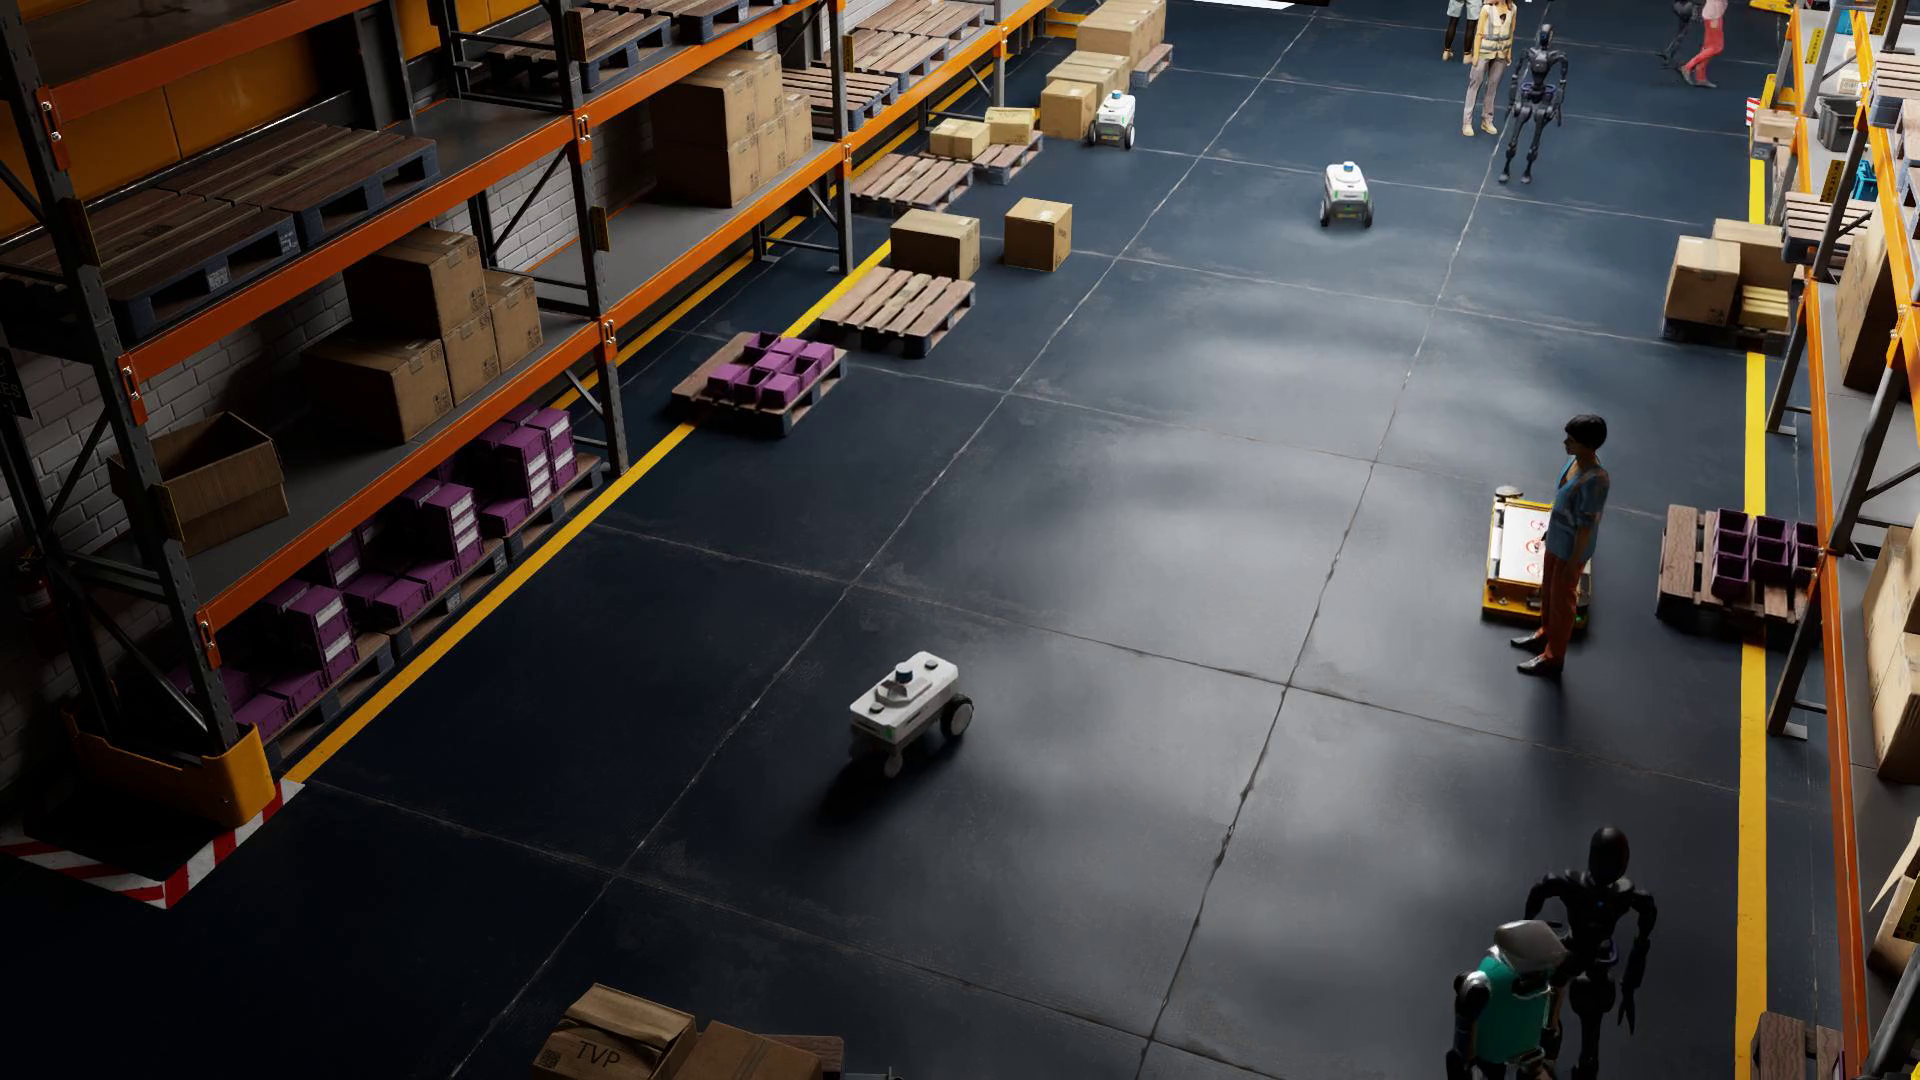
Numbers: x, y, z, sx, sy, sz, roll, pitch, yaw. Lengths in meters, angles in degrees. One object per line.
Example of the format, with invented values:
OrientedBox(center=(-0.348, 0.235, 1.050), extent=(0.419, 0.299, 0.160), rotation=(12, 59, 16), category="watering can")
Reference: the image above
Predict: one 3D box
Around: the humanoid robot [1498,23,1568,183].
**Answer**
OrientedBox(center=(5.982, -4.515, 17.282), extent=(0.589, 1.651, 0.397), rotation=(14, 35, 20), category="humanoid robot")

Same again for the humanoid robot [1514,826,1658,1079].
OrientedBox(center=(2.690, 1.923, 7.306), extent=(0.591, 1.650, 0.342), rotation=(6, 33, 10), category="humanoid robot")

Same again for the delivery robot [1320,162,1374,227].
OrientedBox(center=(3.884, -3.491, 16.745), extent=(0.499, 0.610, 0.814), rotation=(2, 33, 3), category="delivery robot")

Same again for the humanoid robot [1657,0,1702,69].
OrientedBox(center=(9.021, -6.691, 20.645), extent=(0.368, 1.643, 0.612), rotation=(-1, 33, -2), category="humanoid robot")

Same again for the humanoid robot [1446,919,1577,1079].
OrientedBox(center=(2.238, 2.348, 6.607), extent=(0.539, 1.785, 0.724), rotation=(-13, 35, -20), category="humanoid robot")

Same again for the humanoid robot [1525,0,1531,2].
OrientedBox(center=(7.836, -8.299, 23.108), extent=(1.013, 1.756, 0.547), rotation=(-25, 40, -33), category="humanoid robot")

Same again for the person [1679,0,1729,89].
OrientedBox(center=(9.055, -6.282, 19.934), extent=(0.392, 1.752, 0.546), rotation=(13, 35, 19), category="person")

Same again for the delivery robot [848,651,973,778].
OrientedBox(center=(-0.326, 0.984, 9.793), extent=(0.499, 0.580, 0.756), rotation=(22, 39, 30), category="delivery robot")

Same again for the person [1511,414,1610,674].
OrientedBox(center=(3.704, 0.024, 10.183), extent=(0.335, 1.759, 0.495), rotation=(2, 33, 3), category="person")

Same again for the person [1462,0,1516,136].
OrientedBox(center=(5.941, -5.415, 18.581), extent=(0.462, 1.779, 0.305), rotation=(-7, 34, -11), category="person")

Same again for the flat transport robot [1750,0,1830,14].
OrientedBox(center=(11.818, -7.697, 23.503), extent=(1.431, 0.231, 0.659), rotation=(-27, 41, -35), category="flat transport robot")

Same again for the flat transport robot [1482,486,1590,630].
OrientedBox(center=(3.972, 0.105, 11.429), extent=(0.659, 0.231, 1.431), rotation=(10, 34, 15), category="flat transport robot")

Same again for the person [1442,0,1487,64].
OrientedBox(center=(6.385, -6.846, 20.876), extent=(0.534, 1.691, 0.319), rotation=(22, 39, 30), category="person")

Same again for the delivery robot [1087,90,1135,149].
OrientedBox(center=(1.736, -4.732, 18.648), extent=(0.499, 0.592, 0.774), rotation=(8, 34, 12), category="delivery robot")
